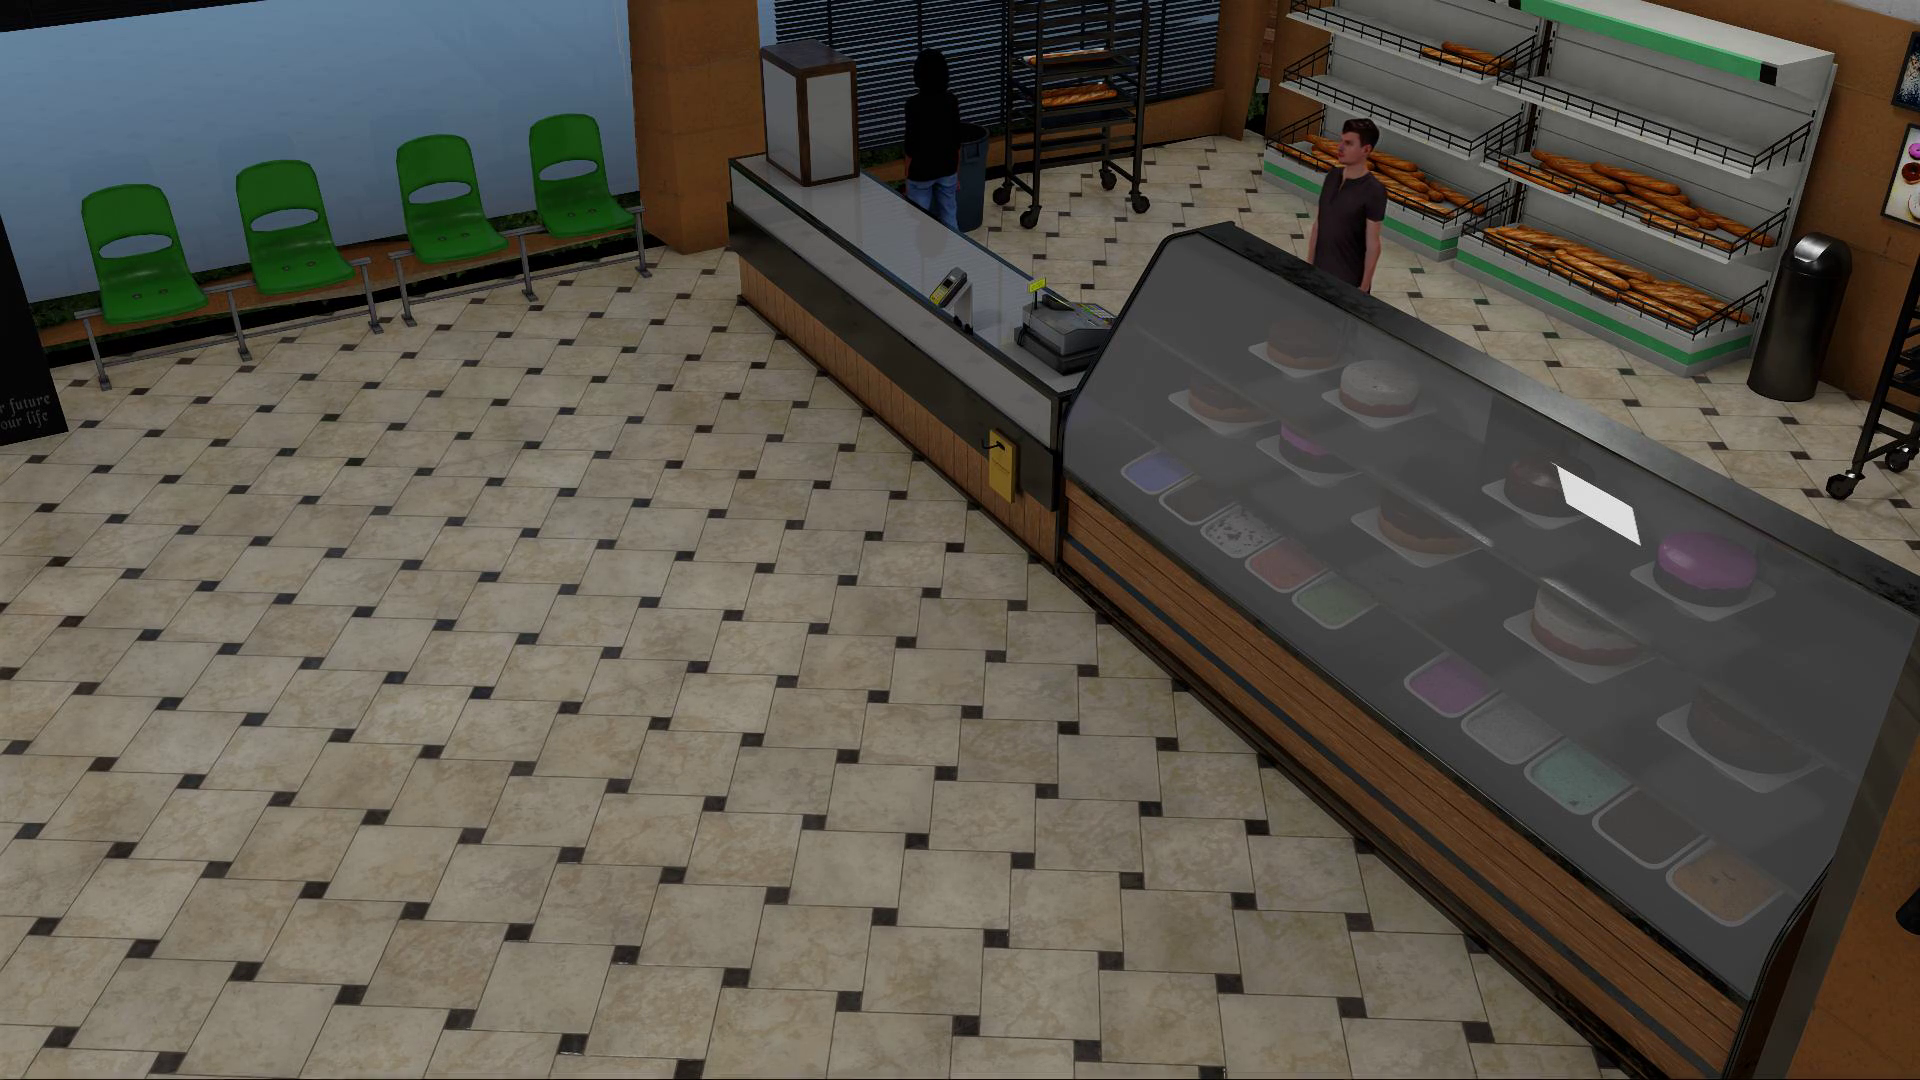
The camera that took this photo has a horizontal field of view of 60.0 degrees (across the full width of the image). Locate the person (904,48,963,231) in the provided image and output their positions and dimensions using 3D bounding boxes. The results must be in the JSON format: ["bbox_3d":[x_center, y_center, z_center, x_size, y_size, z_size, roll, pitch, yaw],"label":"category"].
[{"bbox_3d":[-0.183,-2.395,10.983,0.511,1.702,0.649,-12,34,-18],"label":"person"}]

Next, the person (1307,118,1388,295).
[{"bbox_3d":[2.138,-1.457,9.334,0.517,1.853,0.645,-17,36,-25],"label":"person"}]
